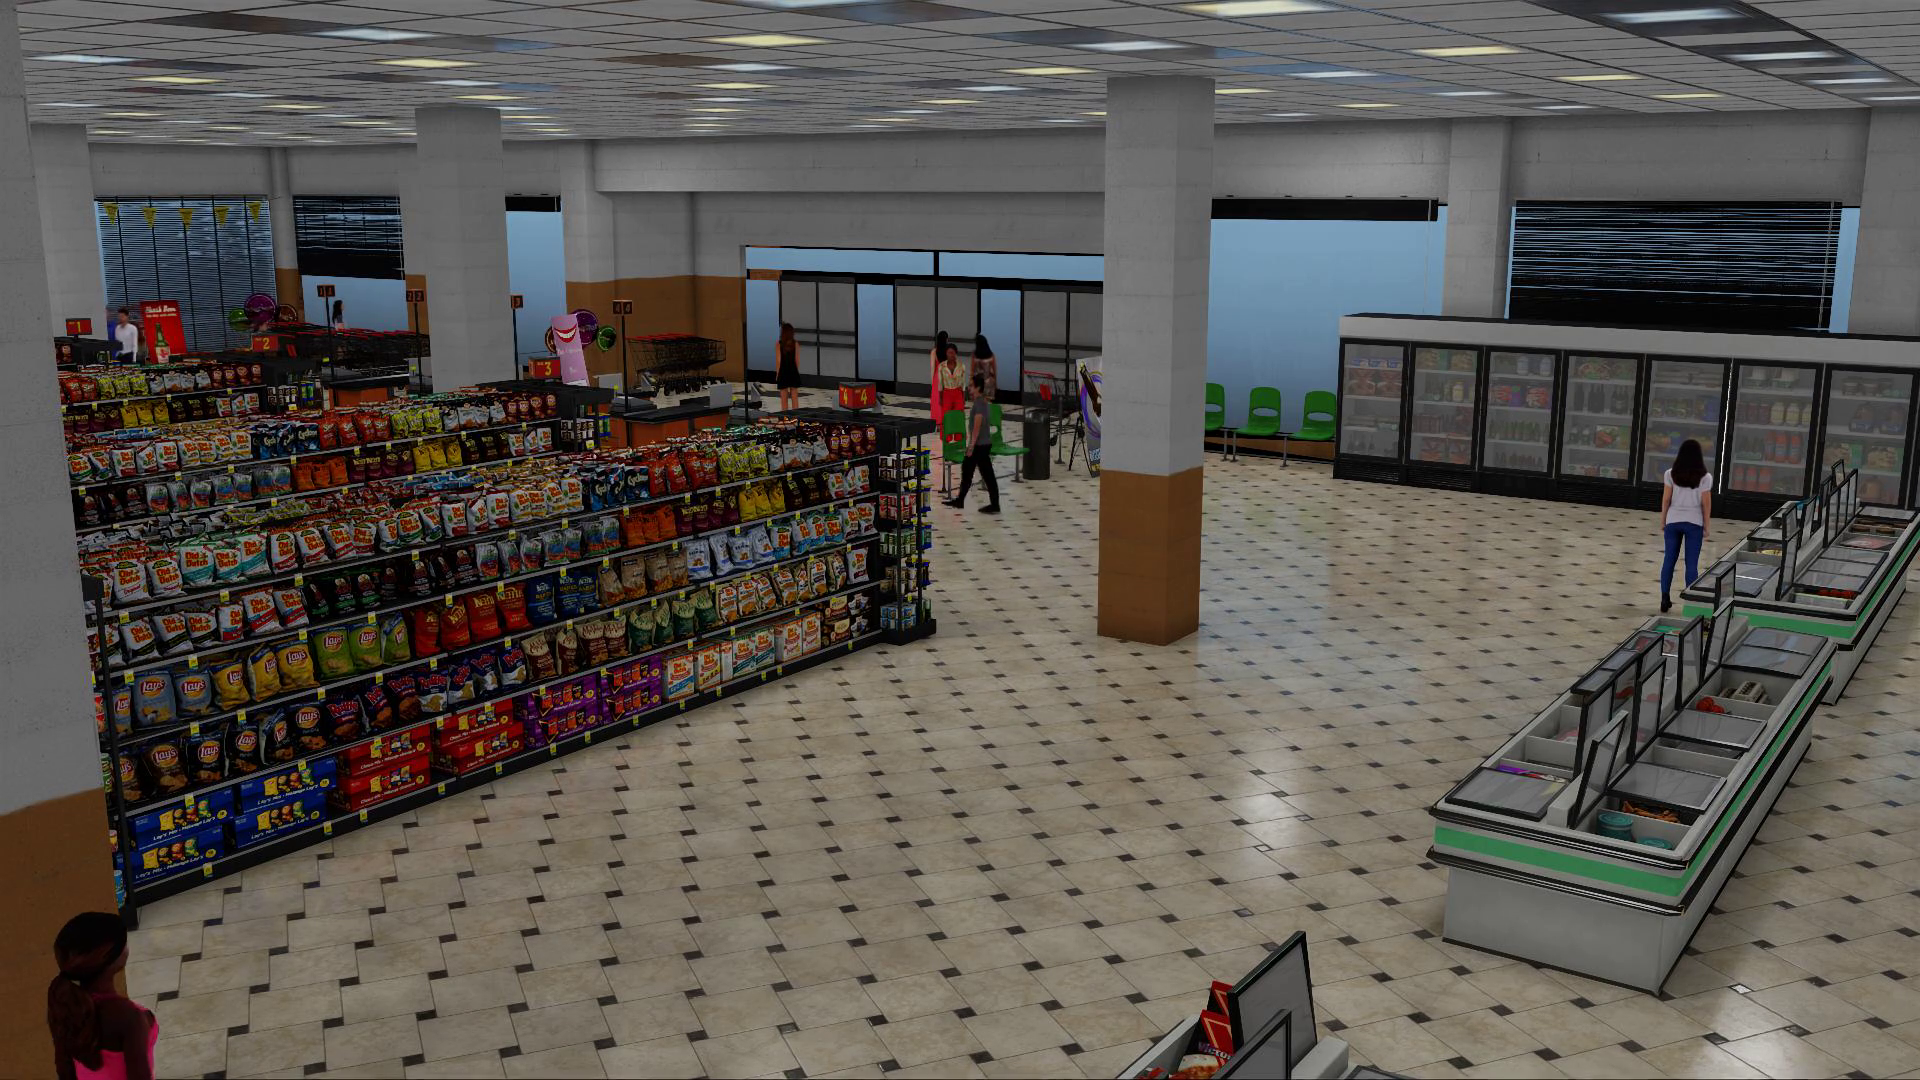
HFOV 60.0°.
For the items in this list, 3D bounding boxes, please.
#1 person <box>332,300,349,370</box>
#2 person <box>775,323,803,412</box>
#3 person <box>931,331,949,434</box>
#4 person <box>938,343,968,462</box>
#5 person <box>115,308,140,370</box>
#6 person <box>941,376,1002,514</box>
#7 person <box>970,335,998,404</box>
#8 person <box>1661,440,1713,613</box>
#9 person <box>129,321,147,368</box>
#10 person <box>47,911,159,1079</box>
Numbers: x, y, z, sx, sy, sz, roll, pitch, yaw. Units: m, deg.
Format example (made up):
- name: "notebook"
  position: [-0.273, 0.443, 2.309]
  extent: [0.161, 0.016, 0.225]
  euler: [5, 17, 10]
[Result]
- name: "person"
  position: [-13.433, -4.359, 36.096]
  extent: [0.673, 1.706, 0.673]
  euler: [-6, 13, -28]
- name: "person"
  position: [-2.916, -2.763, 28.204]
  extent: [0.637, 1.834, 0.731]
  euler: [-4, 13, -20]
- name: "person"
  position: [-0.280, -2.664, 27.995]
  extent: [0.713, 1.727, 0.746]
  euler: [0, 12, 0]
- name: "person"
  position: [-0.114, -2.070, 25.020]
  extent: [0.673, 1.792, 0.725]
  euler: [-1, 12, -7]
- name: "person"
  position: [-15.691, -3.465, 31.485]
  extent: [0.758, 1.856, 0.773]
  euler: [3, 12, 15]
- name: "person"
  position: [0.342, -1.191, 21.001]
  extent: [1.045, 1.727, 1.031]
  euler: [-1, 12, -3]
- name: "person"
  position: [0.399, -2.615, 28.089]
  extent: [1.072, 1.593, 1.186]
  euler: [-1, 12, -4]
- name: "person"
  position: [6.975, -0.120, 16.016]
  extent: [0.620, 1.685, 0.543]
  euler: [10, 15, 39]
- name: "person"
  position: [-16.385, -3.614, 33.120]
  extent: [0.677, 1.475, 0.505]
  euler: [5, 13, 24]
- name: "person"
  position: [-2.869, 2.080, 5.504]
  extent: [0.721, 1.712, 0.904]
  euler: [3, 12, 15]
